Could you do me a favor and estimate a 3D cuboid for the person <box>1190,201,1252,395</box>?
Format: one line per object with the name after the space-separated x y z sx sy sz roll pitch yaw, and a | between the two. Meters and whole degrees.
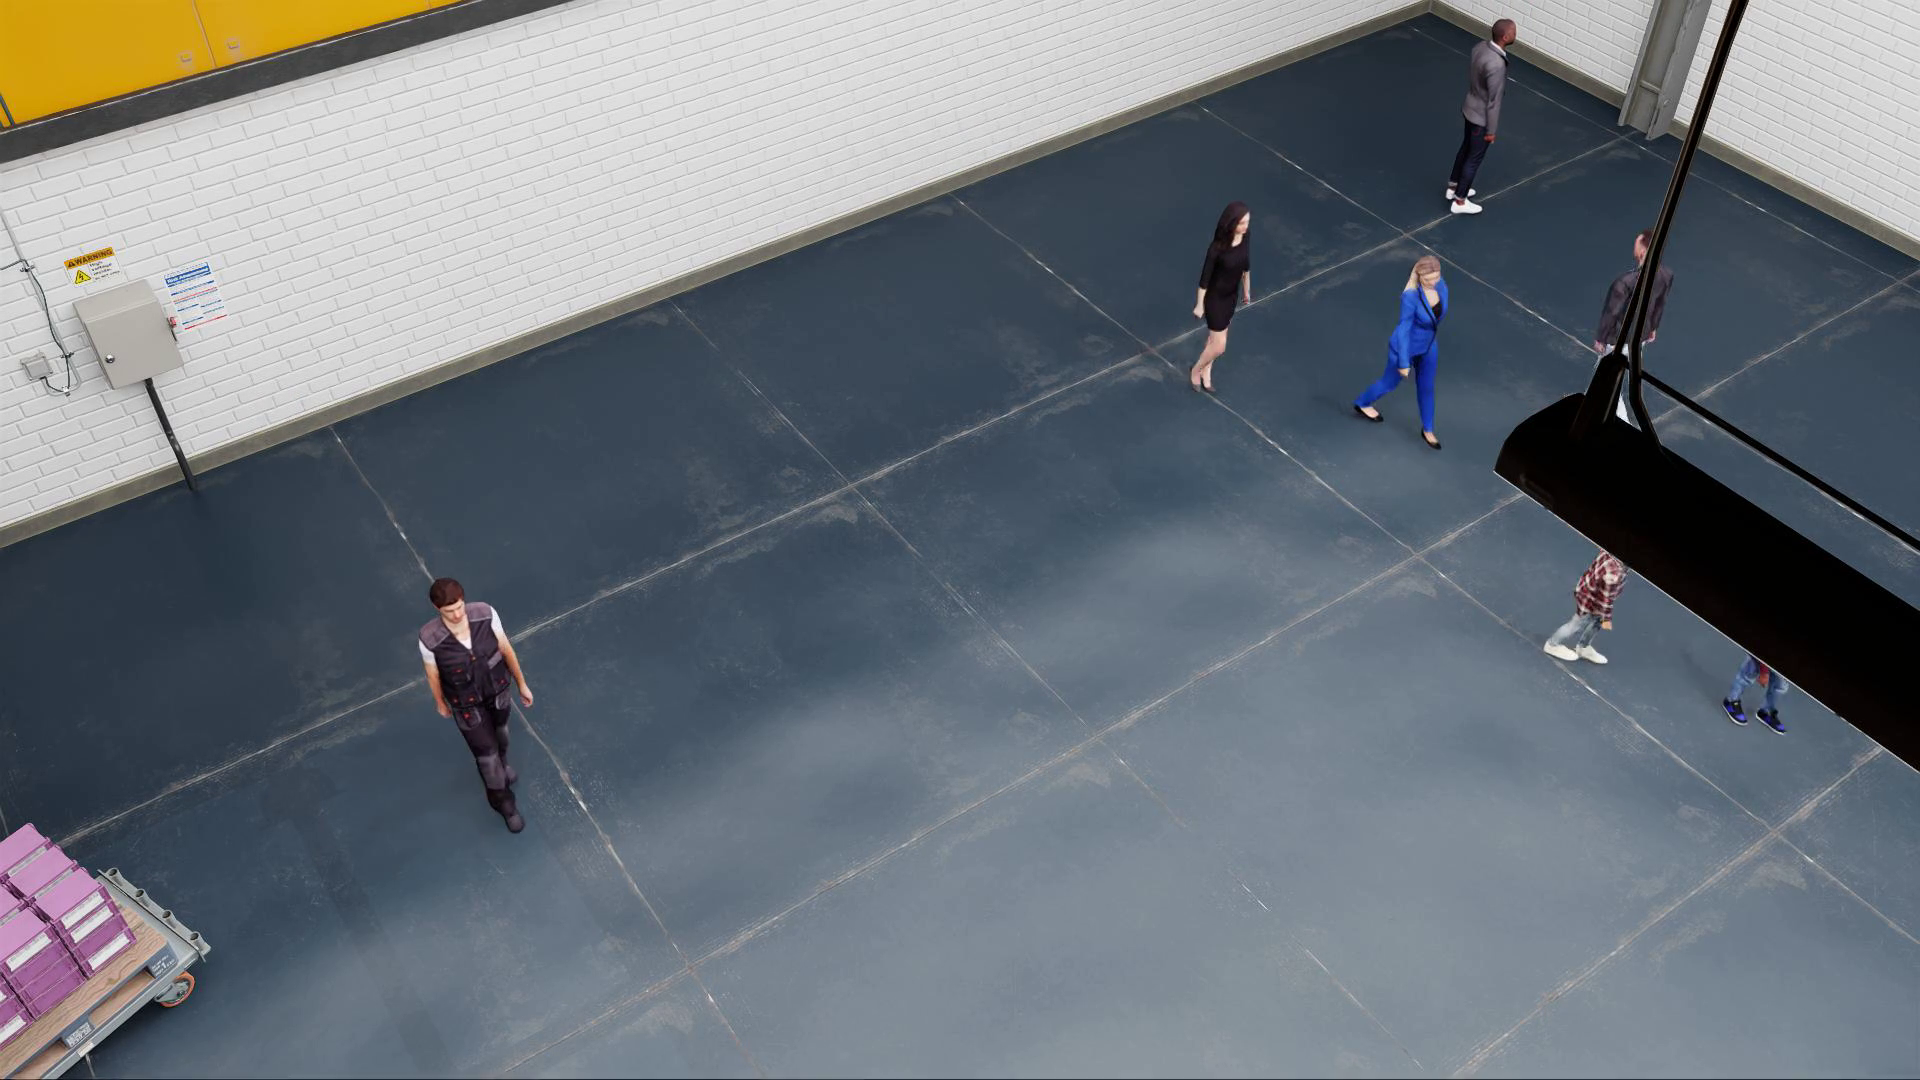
1.953 -1.891 12.865 0.634 1.790 0.617 -32 52 -29 | person

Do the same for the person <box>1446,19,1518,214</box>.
4.632 -3.789 14.840 0.854 1.814 0.737 0 44 0 | person

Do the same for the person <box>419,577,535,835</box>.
-2.927 0.842 9.970 0.710 1.827 0.954 -32 52 -29 | person

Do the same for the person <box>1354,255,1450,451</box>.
3.318 -1.473 12.522 0.748 1.658 1.008 -32 52 -29 | person

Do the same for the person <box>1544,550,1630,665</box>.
4.113 0.345 10.894 0.748 1.271 0.677 13 45 14 | person

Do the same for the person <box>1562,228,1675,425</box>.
4.991 -1.437 12.382 0.790 1.800 1.177 -19 47 -19 | person
